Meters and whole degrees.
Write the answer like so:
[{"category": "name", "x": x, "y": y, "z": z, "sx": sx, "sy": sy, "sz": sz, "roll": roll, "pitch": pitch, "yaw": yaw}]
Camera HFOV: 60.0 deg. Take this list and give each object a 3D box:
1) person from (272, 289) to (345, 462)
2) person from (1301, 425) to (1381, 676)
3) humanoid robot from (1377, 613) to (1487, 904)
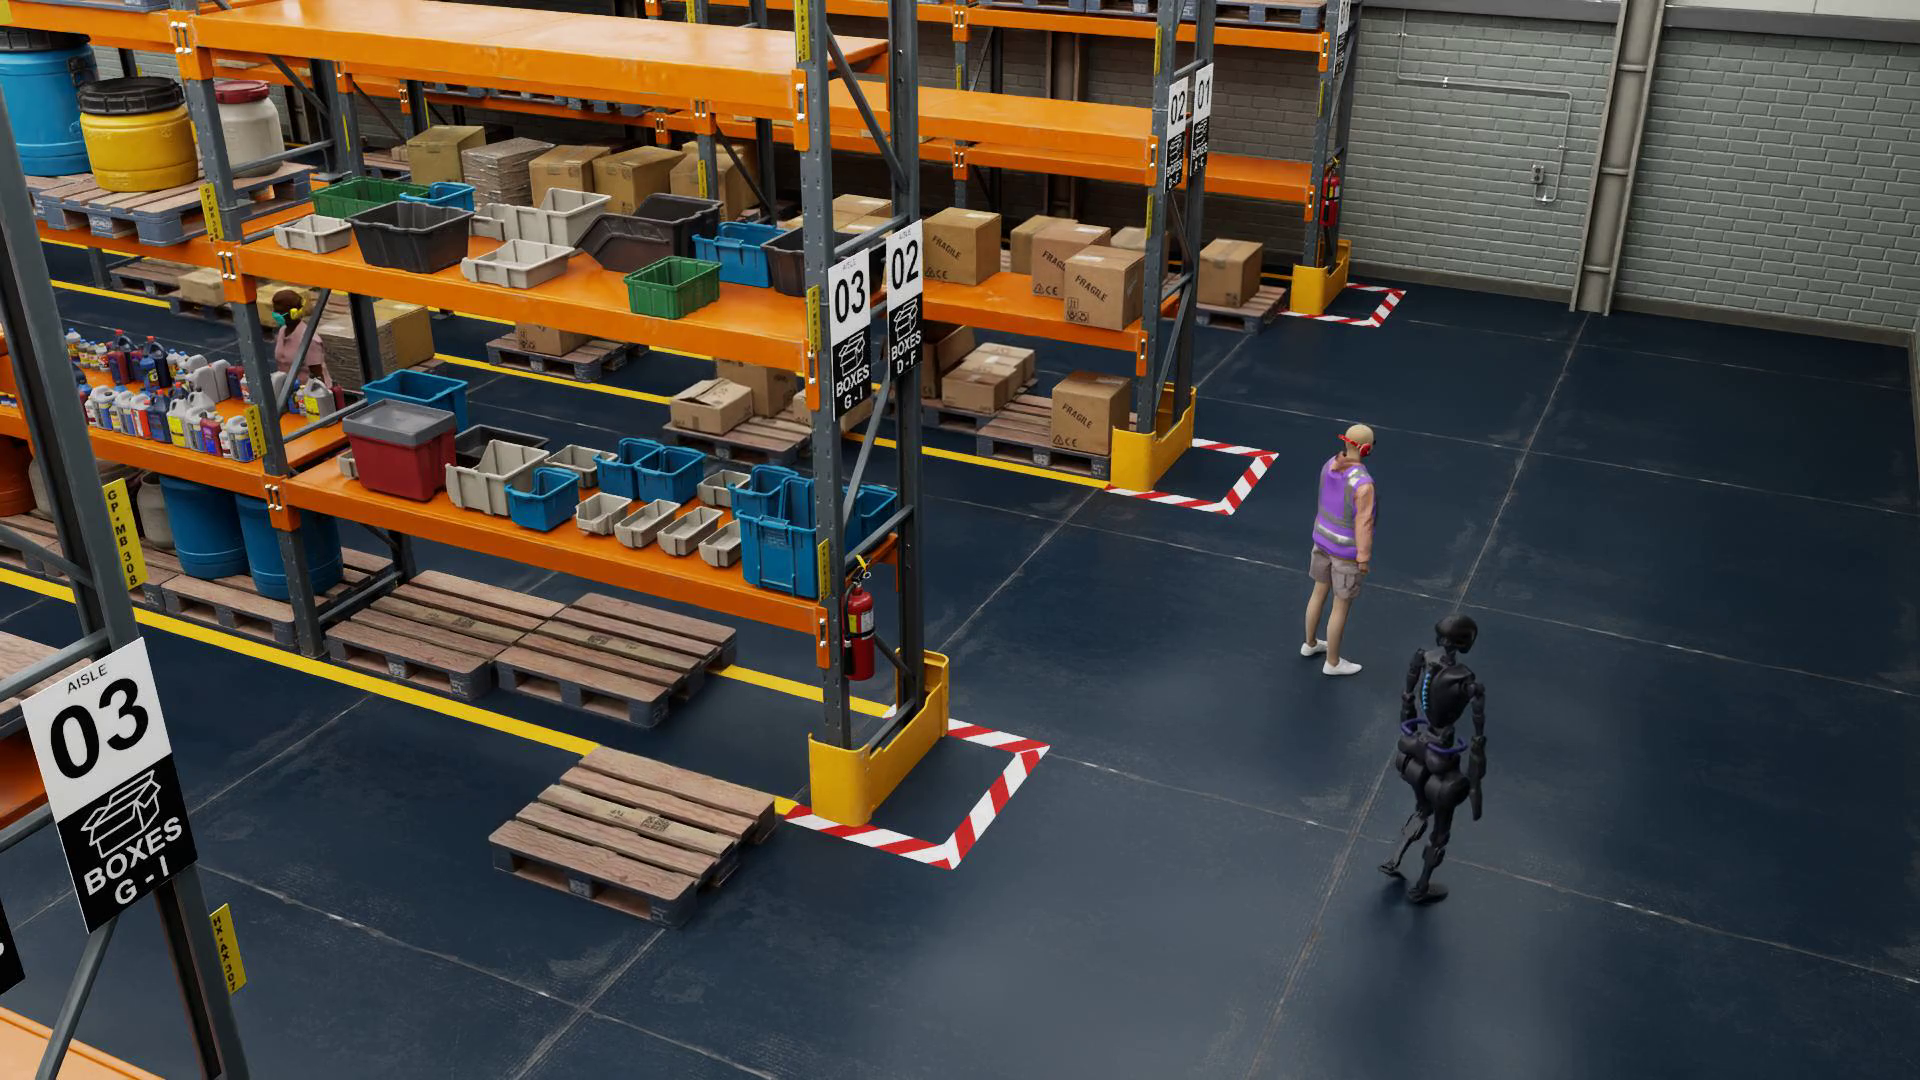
[{"category": "person", "x": -4.976, "y": -1.058, "z": 12.731, "sx": 0.503, "sy": 1.791, "sz": 0.341, "roll": 19, "pitch": 32, "yaw": 33}, {"category": "person", "x": 2.429, "y": 0.059, "z": 10.587, "sx": 0.350, "sy": 1.688, "sz": 0.489, "roll": -11, "pitch": 28, "yaw": -21}, {"category": "humanoid robot", "x": 2.398, "y": 1.124, "z": 8.424, "sx": 0.374, "sy": 1.648, "sz": 0.610, "roll": -13, "pitch": 29, "yaw": -25}]
